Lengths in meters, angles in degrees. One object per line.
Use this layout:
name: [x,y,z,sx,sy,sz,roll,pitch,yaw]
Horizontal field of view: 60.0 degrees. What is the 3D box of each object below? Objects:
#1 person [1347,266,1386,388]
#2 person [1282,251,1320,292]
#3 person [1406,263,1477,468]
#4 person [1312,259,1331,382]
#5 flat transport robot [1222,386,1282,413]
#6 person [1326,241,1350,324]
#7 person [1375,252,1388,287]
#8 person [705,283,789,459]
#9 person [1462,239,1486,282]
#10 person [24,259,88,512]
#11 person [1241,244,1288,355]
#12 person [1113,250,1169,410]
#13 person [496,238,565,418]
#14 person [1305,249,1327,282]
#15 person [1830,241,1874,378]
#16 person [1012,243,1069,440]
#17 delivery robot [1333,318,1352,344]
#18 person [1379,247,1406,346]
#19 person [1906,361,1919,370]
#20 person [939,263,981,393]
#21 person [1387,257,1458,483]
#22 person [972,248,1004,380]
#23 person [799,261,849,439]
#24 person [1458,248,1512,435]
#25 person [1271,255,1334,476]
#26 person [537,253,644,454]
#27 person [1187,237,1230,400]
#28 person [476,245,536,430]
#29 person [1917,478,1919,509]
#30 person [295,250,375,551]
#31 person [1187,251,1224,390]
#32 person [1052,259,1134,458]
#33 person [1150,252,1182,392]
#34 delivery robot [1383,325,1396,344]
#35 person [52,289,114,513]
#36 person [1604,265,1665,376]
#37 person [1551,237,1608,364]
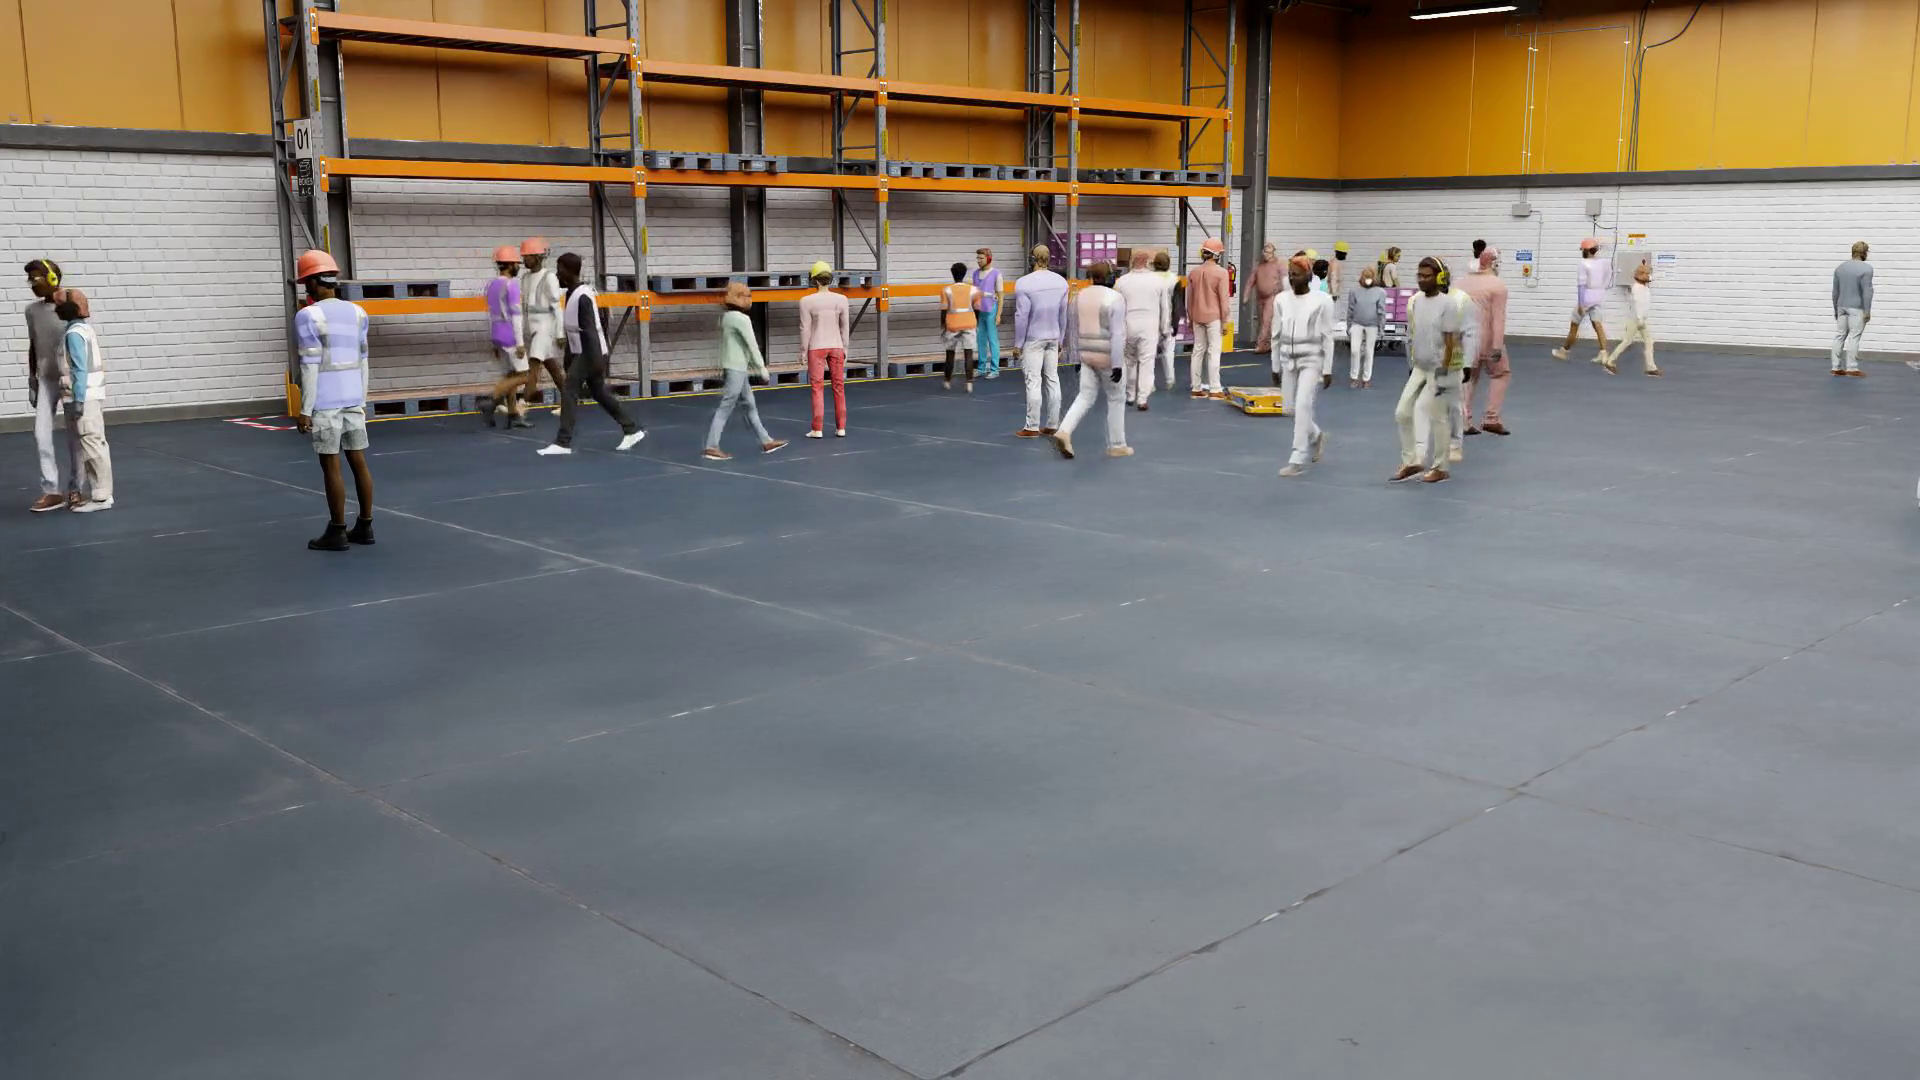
person: [5.352,-2.799,21.955,0.507,1.608,0.572,3,11,18]
person: [4.497,-2.895,21.930,0.514,1.832,0.967,-1,10,-4]
person: [4.252,-1.553,14.698,0.648,1.803,0.884,6,12,28]
person: [4.941,-3.028,23.004,0.321,1.693,0.530,-4,11,-19]
flat transport robot: [3.519,-1.626,19.237,0.652,0.197,1.431,-1,10,-4]
person: [7.221,-4.766,31.928,0.502,1.899,0.593,4,11,23]
person: [8.077,-4.614,31.616,0.562,1.696,0.527,-7,12,-34]
person: [-1.970,-1.533,15.141,0.869,1.590,0.516,-5,11,-24]
person: [8.775,-4.153,28.444,0.630,1.939,0.797,-3,11,-18]
person: [-6.626,-1.121,12.225,0.614,1.844,0.561,-1,10,-3]
person: [5.212,-4.078,28.264,0.795,1.866,0.724,-10,14,-43]
person: [2.111,-2.458,19.472,0.642,1.852,1.017,2,11,10]
person: [-4.708,-2.327,18.388,1.057,1.984,0.638,-9,14,-41]
person: [5.757,-3.899,27.472,0.597,1.806,0.703,3,11,14]
person: [12.724,-3.281,23.717,0.355,1.936,0.635,-3,11,-18]
person: [0.788,-1.966,16.546,0.629,1.940,0.372,-7,13,-35]
delivery robot: [6.765,-3.682,29.418,0.707,0.478,0.477,1,10,3]
person: [7.949,-4.429,30.368,0.868,1.800,0.496,0,10,1]
person: [14.310,-3.297,24.053,0.960,1.835,0.601,6,12,30]
person: [-0.005,-2.750,21.563,0.565,1.684,0.536,-1,10,-5]
person: [3.754,-1.361,13.494,0.649,1.841,0.540,-6,12,-29]
person: [0.388,-3.186,23.457,0.374,1.840,0.571,-9,14,-42]
person: [-1.356,-1.890,16.606,0.522,1.768,0.314,-5,11,-25]
person: [5.336,-1.991,16.806,0.651,1.885,0.667,-5,12,-26]
person: [2.956,-1.490,14.178,0.587,1.865,0.743,10,14,44]
person: [-3.442,-1.736,15.497,0.985,1.873,0.606,-4,11,-20]
person: [3.078,-2.727,20.537,0.394,1.994,0.612,-10,14,-42]
person: [-4.722,-2.074,17.180,0.572,1.920,0.561,-8,13,-39]
person: [7.294,-1.006,12.134,0.521,1.636,0.311,1,10,4]
person: [-4.052,-0.891,10.713,0.374,1.928,0.543,5,12,26]
person: [3.241,-2.923,21.794,0.381,1.924,0.593,-9,13,-39]
person: [1.229,-1.633,15.076,0.837,1.818,0.632,-9,14,-41]
person: [2.602,-2.839,21.702,0.623,1.791,0.932,3,11,16]
delivery robot: [7.493,-3.666,29.334,0.707,0.478,0.477,-1,10,-4]
person: [-6.426,-1.018,12.197,0.310,1.636,0.523,-4,11,-20]
person: [9.793,-3.178,24.059,0.495,1.598,0.825,-9,14,-40]
person: [9.939,-3.794,26.404,0.624,1.984,1.076,-5,12,-26]
